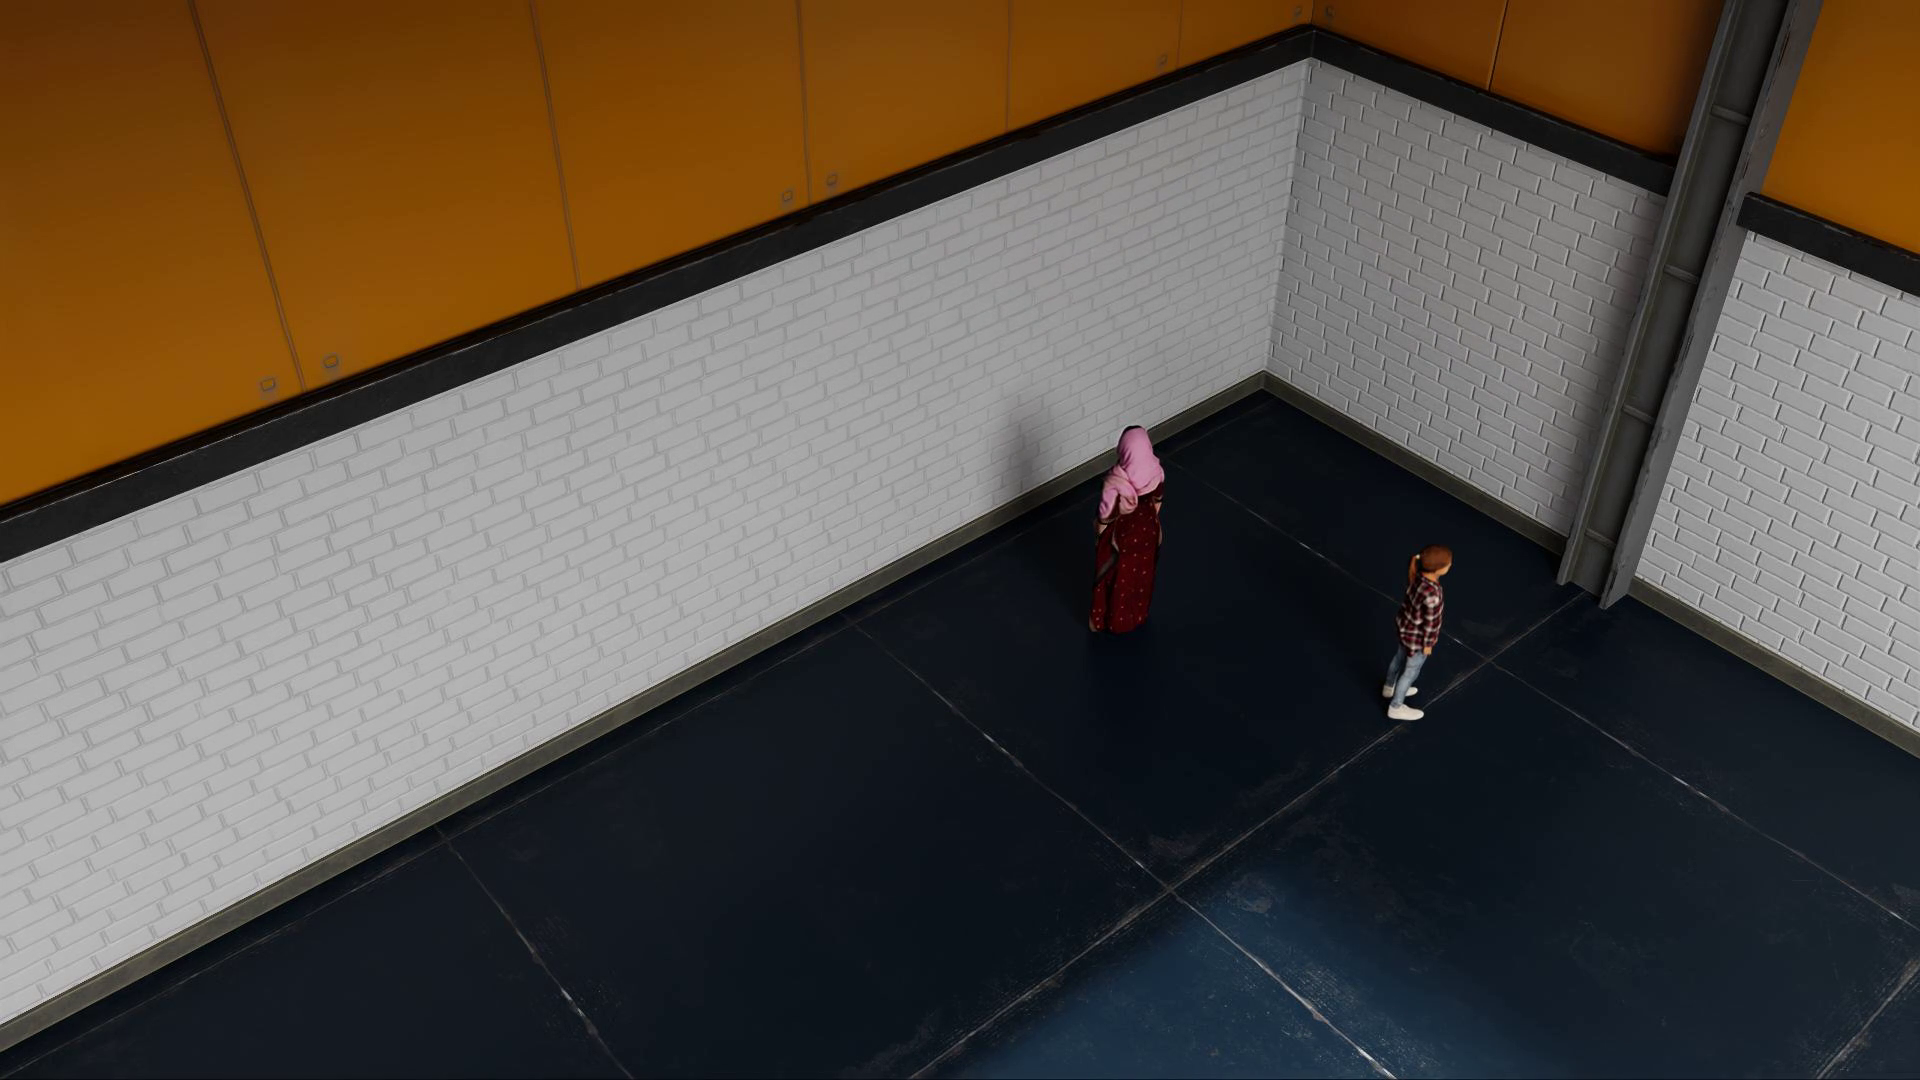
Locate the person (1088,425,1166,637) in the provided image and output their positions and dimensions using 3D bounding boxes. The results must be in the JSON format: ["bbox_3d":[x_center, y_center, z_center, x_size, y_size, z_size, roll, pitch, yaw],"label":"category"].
[{"bbox_3d":[1.093,-0.061,10.765,0.728,1.637,0.701,-15,41,-18],"label":"person"}]

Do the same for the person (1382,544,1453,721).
[{"bbox_3d":[2.812,0.550,10.267,0.660,1.303,0.589,0,39,0],"label":"person"}]
